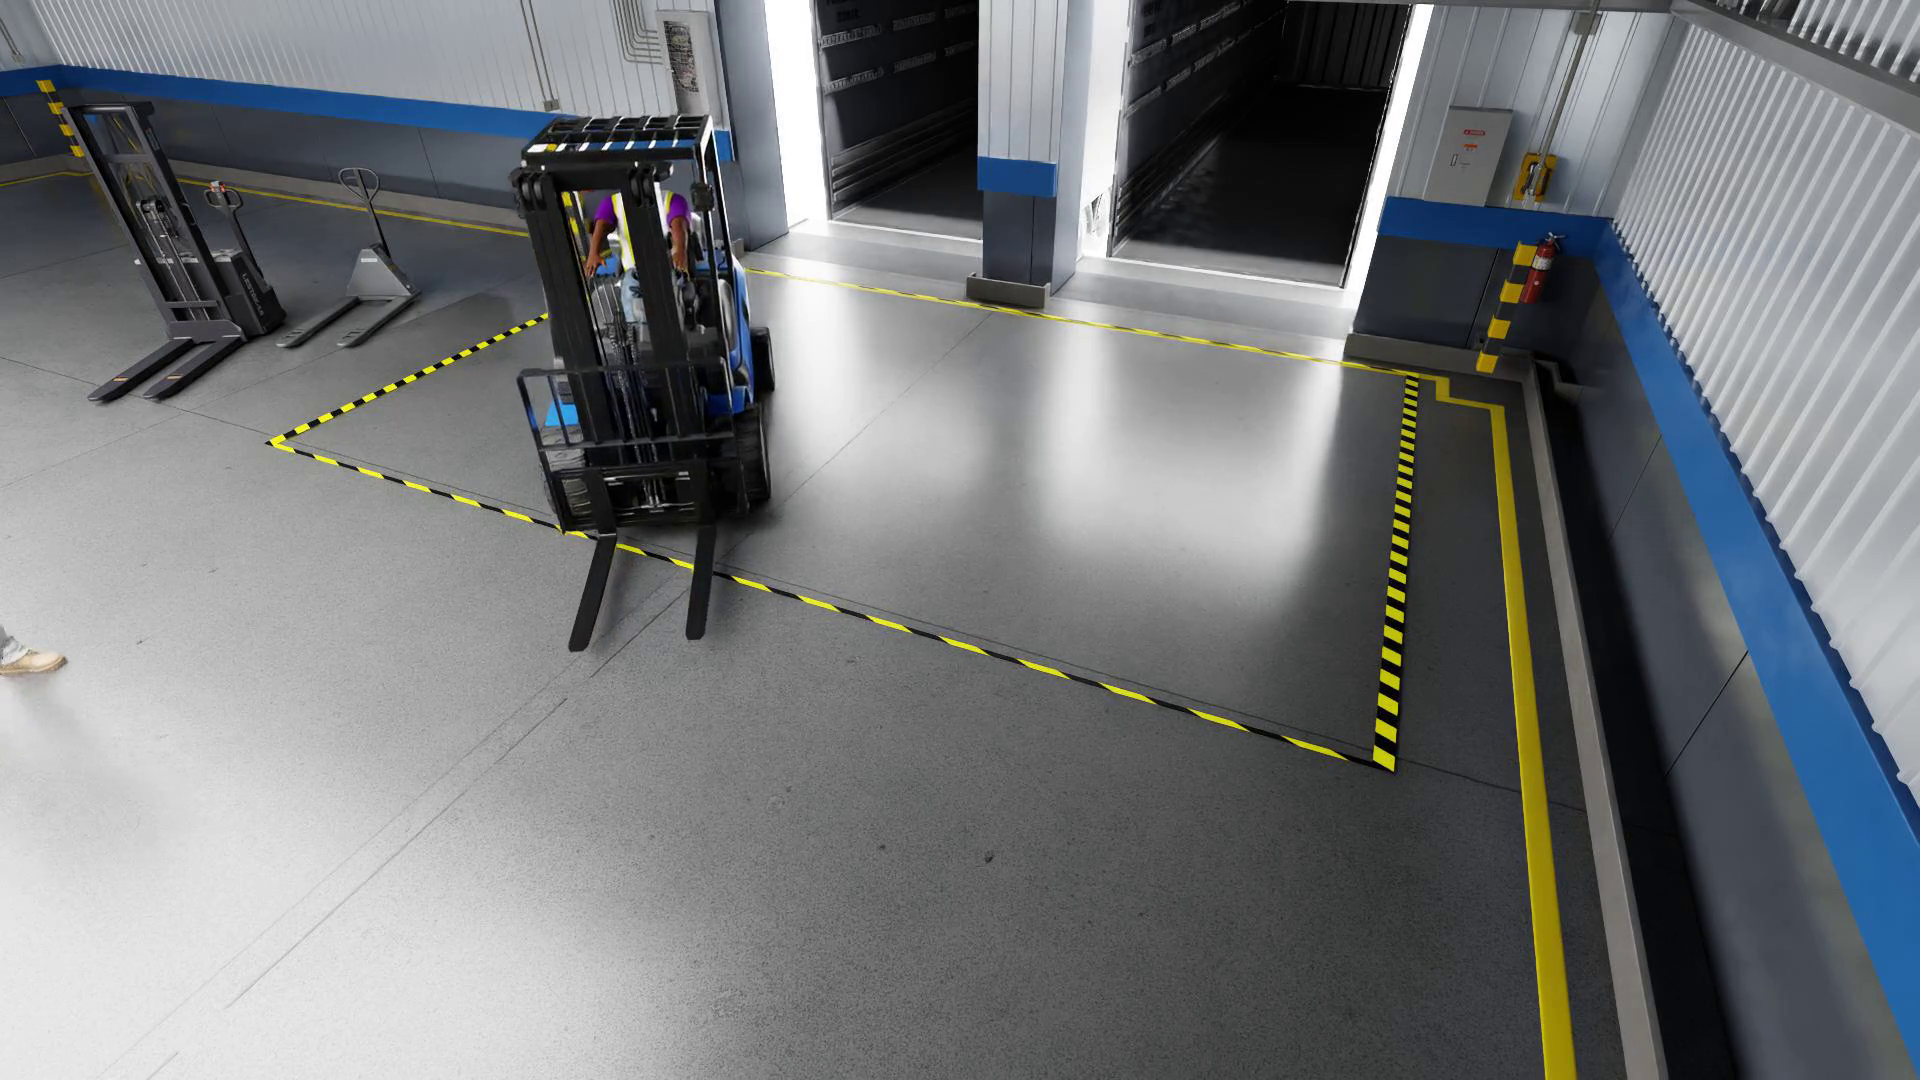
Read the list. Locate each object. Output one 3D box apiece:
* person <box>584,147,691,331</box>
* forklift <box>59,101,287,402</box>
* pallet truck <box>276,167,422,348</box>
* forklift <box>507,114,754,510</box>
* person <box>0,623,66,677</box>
[{"bbox_3d":[-2.045,-1.764,5.906,0.635,1.293,1.004,-5,35,-7],"label":"person"},{"bbox_3d":[-6.686,-2.387,7.434,0.823,1.965,1.885,-3,35,-5],"label":"forklift"},{"bbox_3d":[-5.732,-2.611,8.414,0.680,1.201,1.601,-1,35,-1],"label":"pallet truck"},{"bbox_3d":[-2.047,-1.645,6.063,1.157,2.036,2.680,-5,35,-7],"label":"forklift"},{"bbox_3d":[-4.929,0.053,4.121,0.433,1.805,0.713,29,44,35],"label":"person"}]
